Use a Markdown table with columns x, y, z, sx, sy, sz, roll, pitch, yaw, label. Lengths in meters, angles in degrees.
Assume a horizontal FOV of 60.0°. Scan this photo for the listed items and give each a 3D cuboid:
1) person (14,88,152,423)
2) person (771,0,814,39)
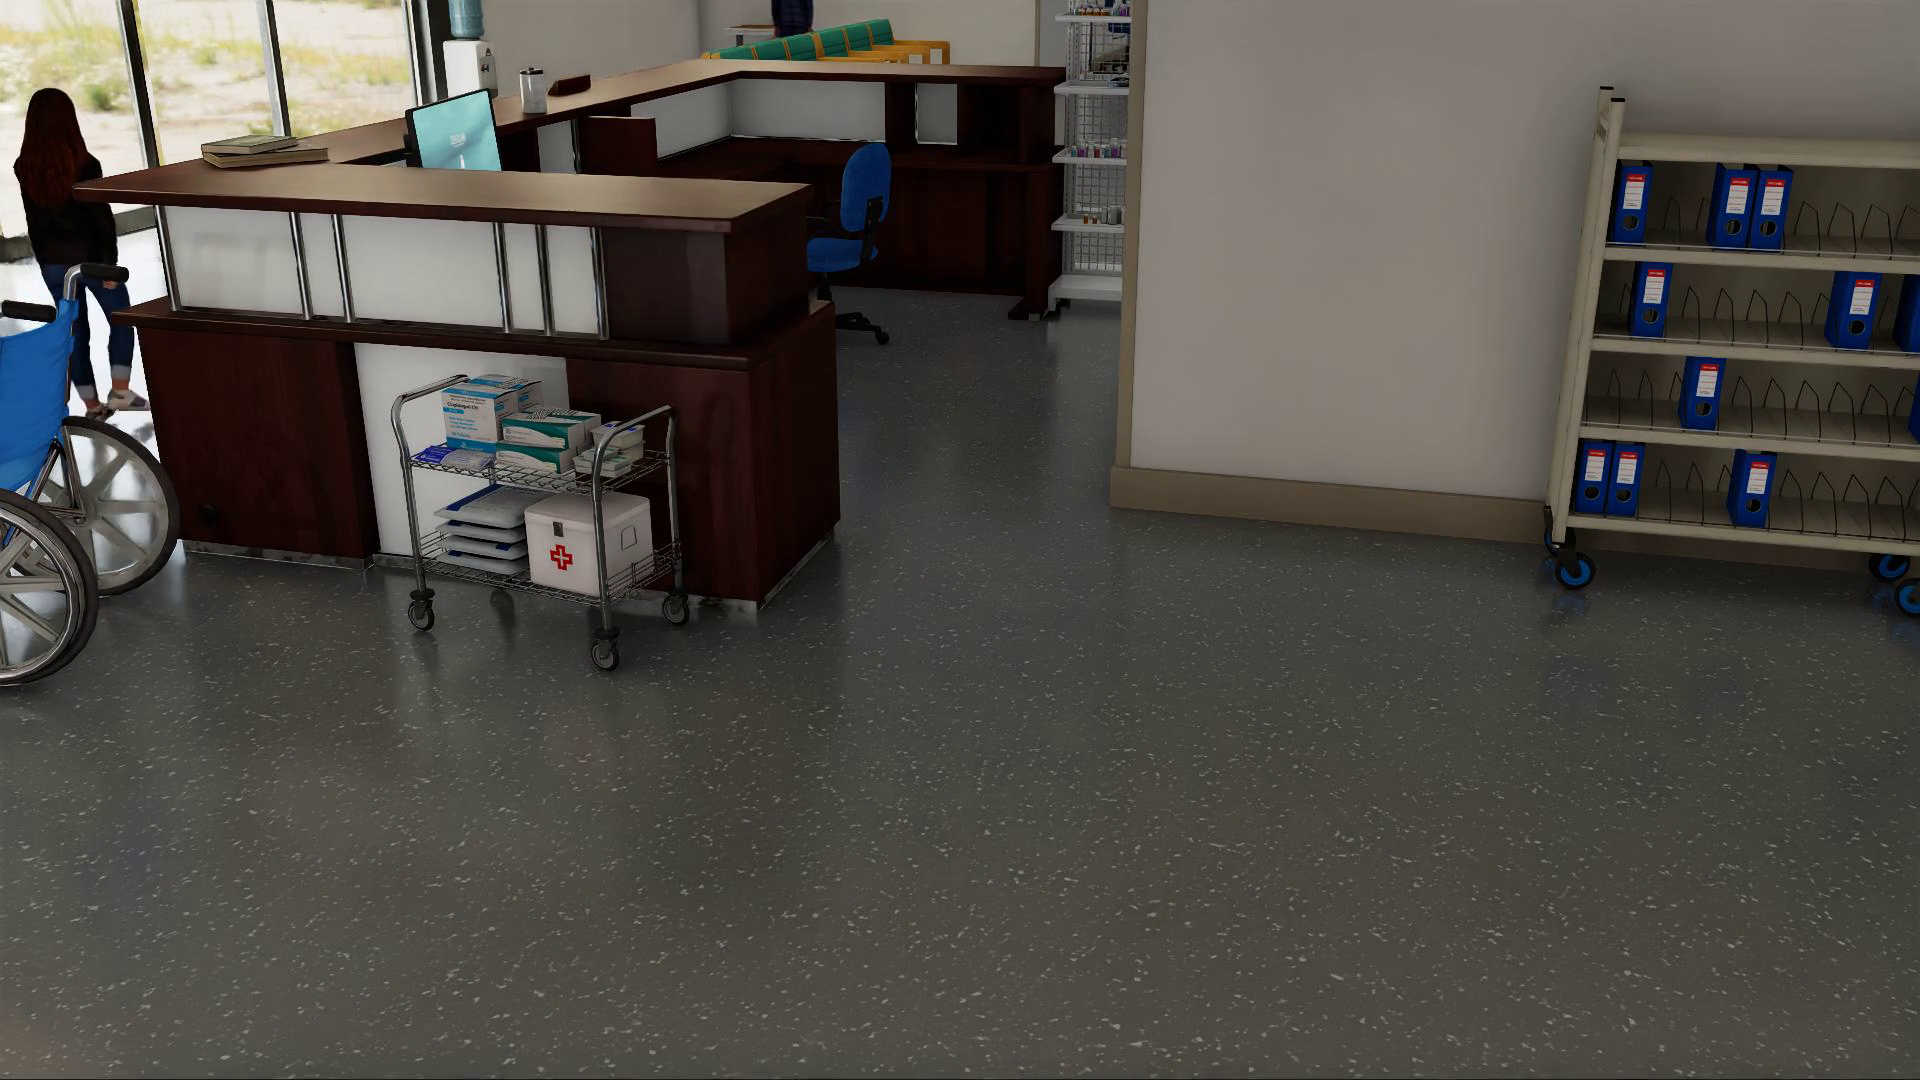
| x | y | z | sx | sy | sz | roll | pitch | yaw | label |
| --- | --- | --- | --- | --- | --- | --- | --- | --- | --- |
| -3.885 | -1.203 | 7.253 | 0.574 | 1.473 | 0.691 | -1 | 21 | -4 | person |
| -1.999 | -6.180 | 19.898 | 0.529 | 1.823 | 0.729 | 4 | 21 | 11 | person |
